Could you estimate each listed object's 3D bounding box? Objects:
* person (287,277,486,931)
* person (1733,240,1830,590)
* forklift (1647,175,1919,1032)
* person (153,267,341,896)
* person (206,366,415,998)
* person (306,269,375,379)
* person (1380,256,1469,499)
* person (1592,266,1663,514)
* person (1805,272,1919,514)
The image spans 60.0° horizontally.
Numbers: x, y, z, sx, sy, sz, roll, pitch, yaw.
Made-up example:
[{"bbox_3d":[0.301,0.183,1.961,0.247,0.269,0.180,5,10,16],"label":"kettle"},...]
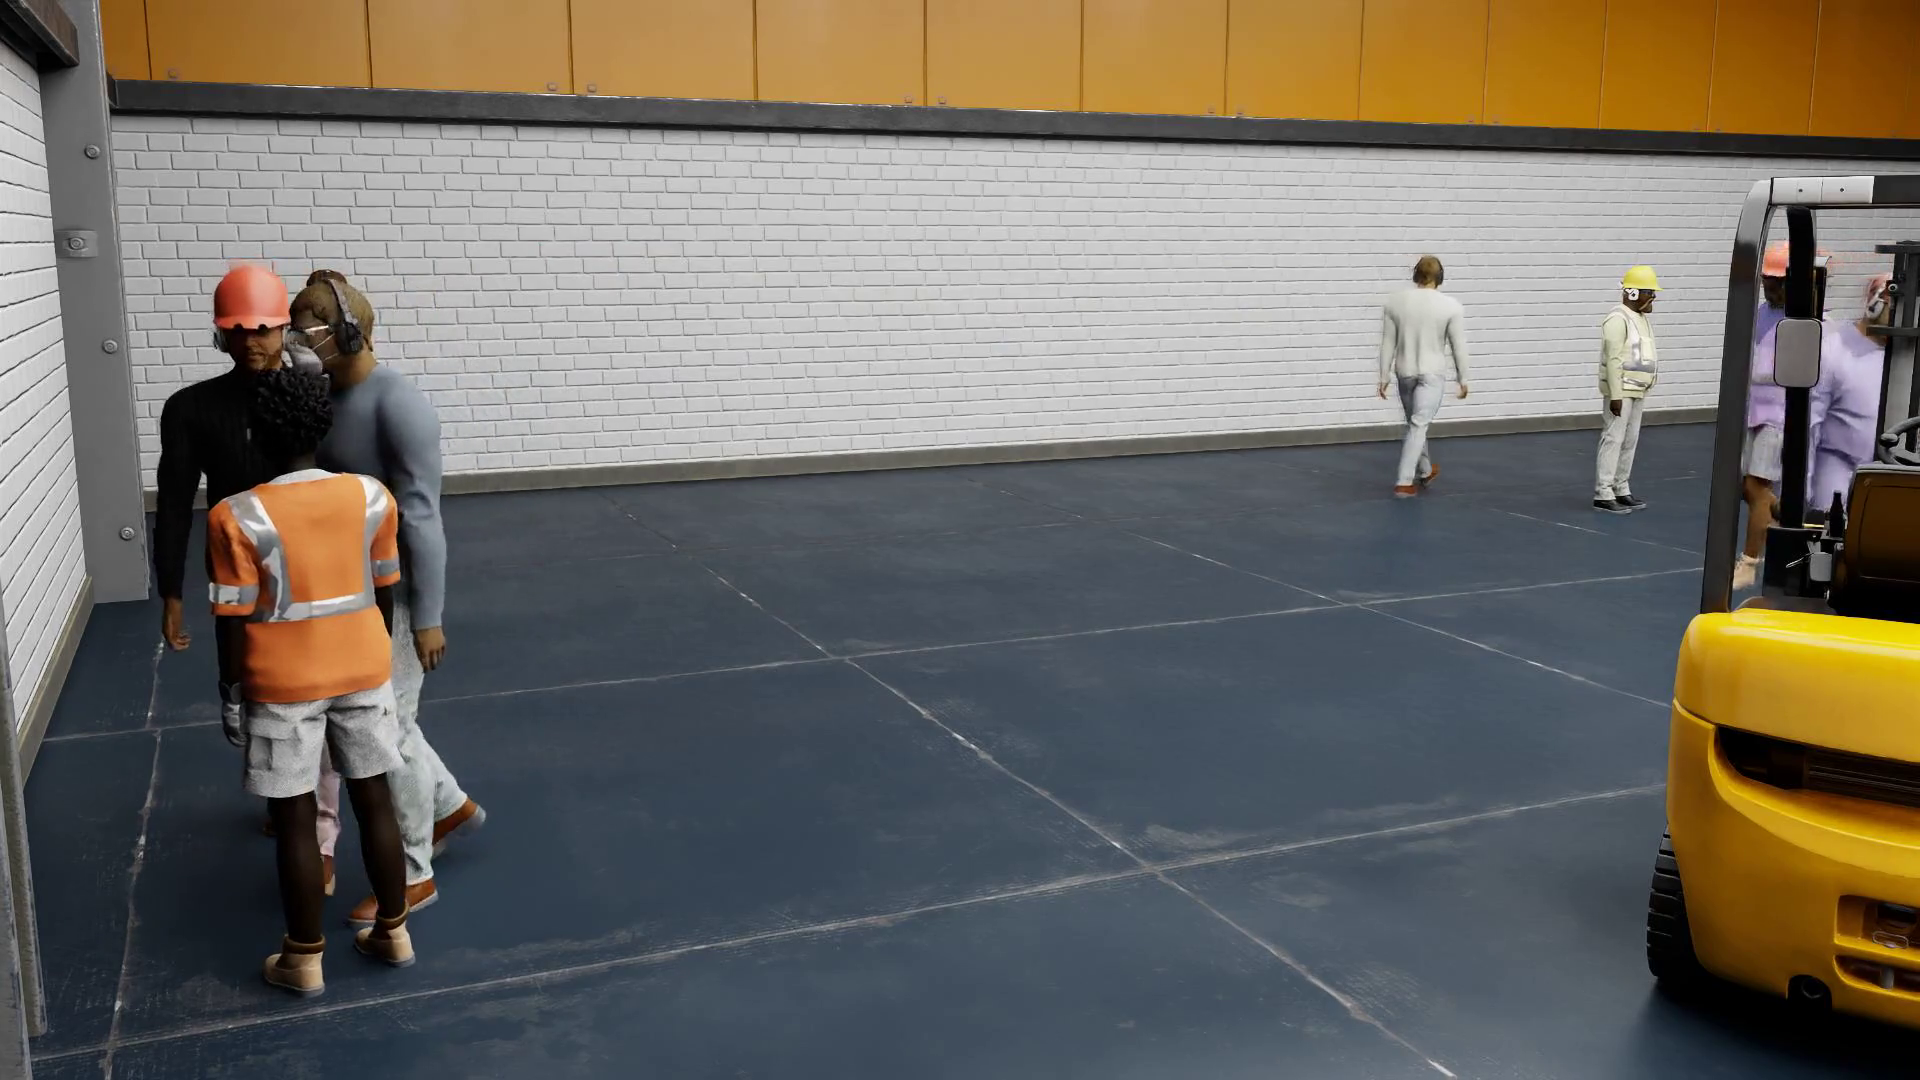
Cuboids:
[{"bbox_3d":[-1.681,0.172,5.039,0.664,1.917,0.591,9,14,41],"label":"person"},{"bbox_3d":[4.688,-0.695,9.501,0.669,2.017,0.652,-2,11,-13],"label":"person"},{"bbox_3d":[2.810,0.094,4.662,1.214,2.155,2.313,7,12,34],"label":"forklift"},{"bbox_3d":[-2.194,0.109,5.297,0.661,1.935,1.047,-3,11,-17],"label":"person"},{"bbox_3d":[-1.738,0.382,4.471,0.318,1.695,0.534,9,14,41],"label":"person"},{"bbox_3d":[-3.699,-0.680,9.899,0.429,1.841,0.633,1,10,4],"label":"person"},{"bbox_3d":[3.683,-1.289,13.147,0.655,1.881,1.035,8,13,36],"label":"person"},{"bbox_3d":[4.954,-1.111,12.341,0.403,1.824,0.598,9,14,42],"label":"person"},{"bbox_3d":[4.017,-0.267,7.513,0.698,1.879,0.583,-2,10,-9],"label":"person"}]
